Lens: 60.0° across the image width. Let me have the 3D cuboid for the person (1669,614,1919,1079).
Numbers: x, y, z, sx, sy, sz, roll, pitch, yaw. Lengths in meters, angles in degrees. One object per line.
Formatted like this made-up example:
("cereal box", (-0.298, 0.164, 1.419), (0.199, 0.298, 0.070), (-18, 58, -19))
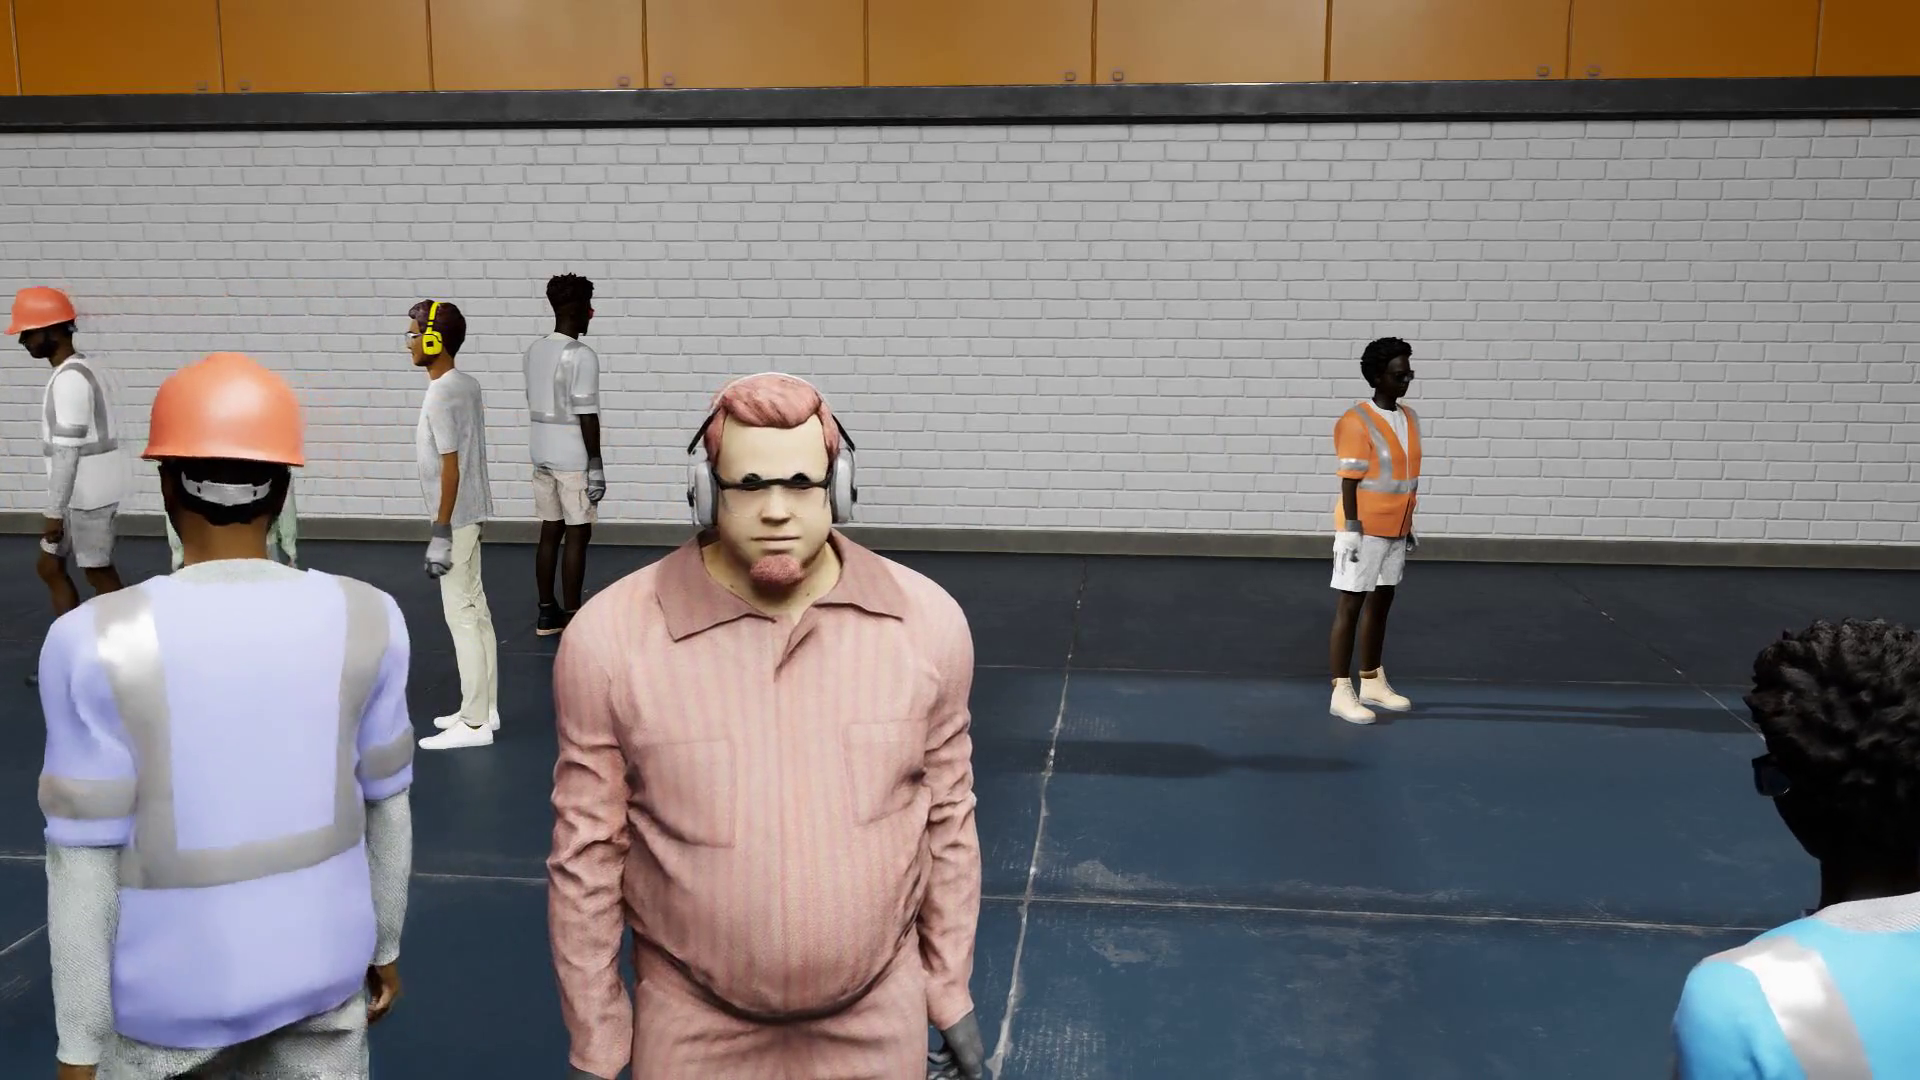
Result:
("person", (0.954, 0.921, 1.829), (0.529, 1.694, 0.321), (-4, 11, -23))

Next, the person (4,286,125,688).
("person", (-4.138, -0.204, 7.665), (0.718, 1.901, 0.570), (-5, 11, -25))

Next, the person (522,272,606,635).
("person", (-2.080, -0.433, 8.843), (0.607, 1.958, 0.378), (10, 14, 44))

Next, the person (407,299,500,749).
("person", (-2.127, -0.060, 6.941), (0.332, 1.874, 0.520), (0, 10, -2))

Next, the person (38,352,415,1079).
("person", (-1.139, 0.673, 2.642), (0.568, 1.923, 0.423), (-8, 12, -37))

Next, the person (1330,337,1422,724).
("person", (1.849, -0.049, 7.376), (0.530, 1.697, 0.321), (-9, 13, -41))

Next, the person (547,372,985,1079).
("person", (-0.268, 0.704, 2.469), (0.652, 1.904, 0.404), (-3, 10, -16))

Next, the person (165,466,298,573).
("person", (-3.060, 0.045, 7.017), (0.506, 1.632, 0.268), (-4, 11, -22))
